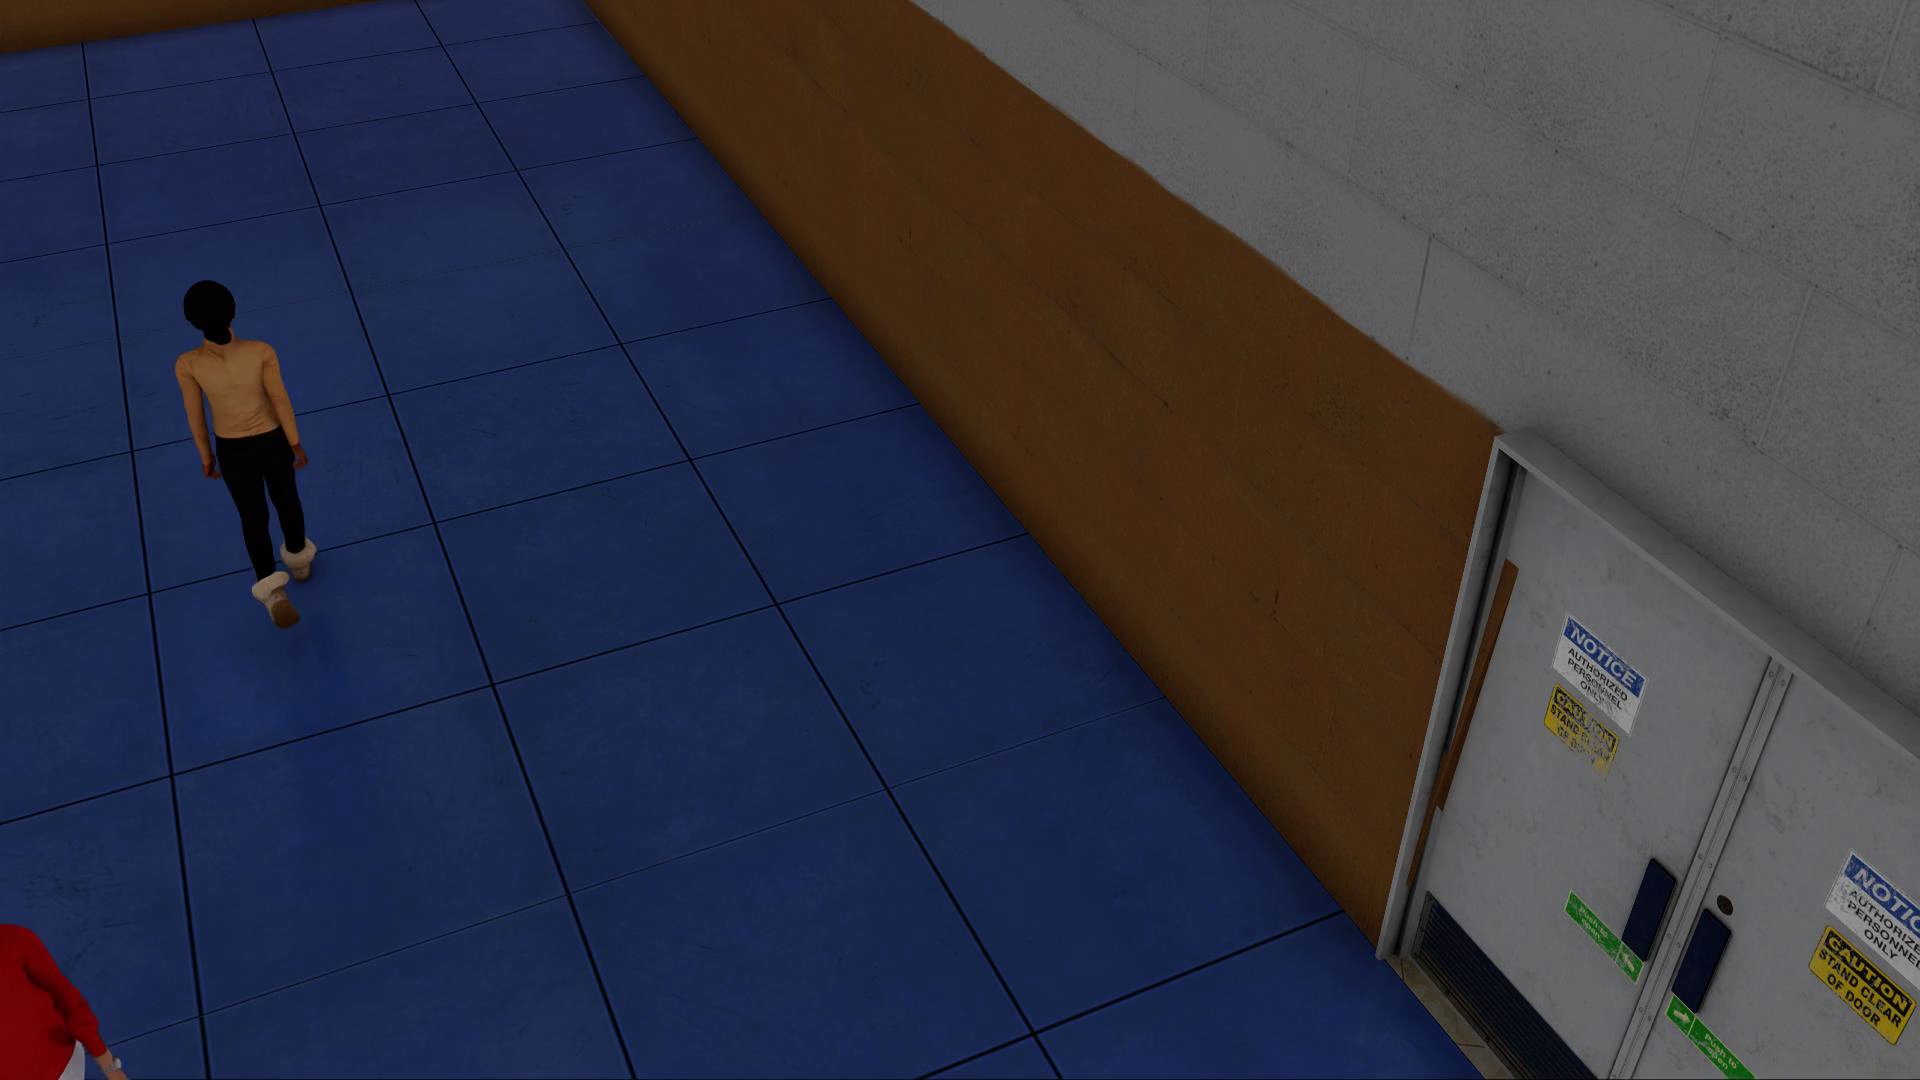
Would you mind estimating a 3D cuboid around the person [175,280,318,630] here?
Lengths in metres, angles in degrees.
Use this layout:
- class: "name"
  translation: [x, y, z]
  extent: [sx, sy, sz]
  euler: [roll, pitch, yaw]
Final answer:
- class: "person"
  translation: [-3.119, -0.365, 7.341]
  extent: [0.963, 1.640, 0.695]
  euler: [-13, 39, -16]
